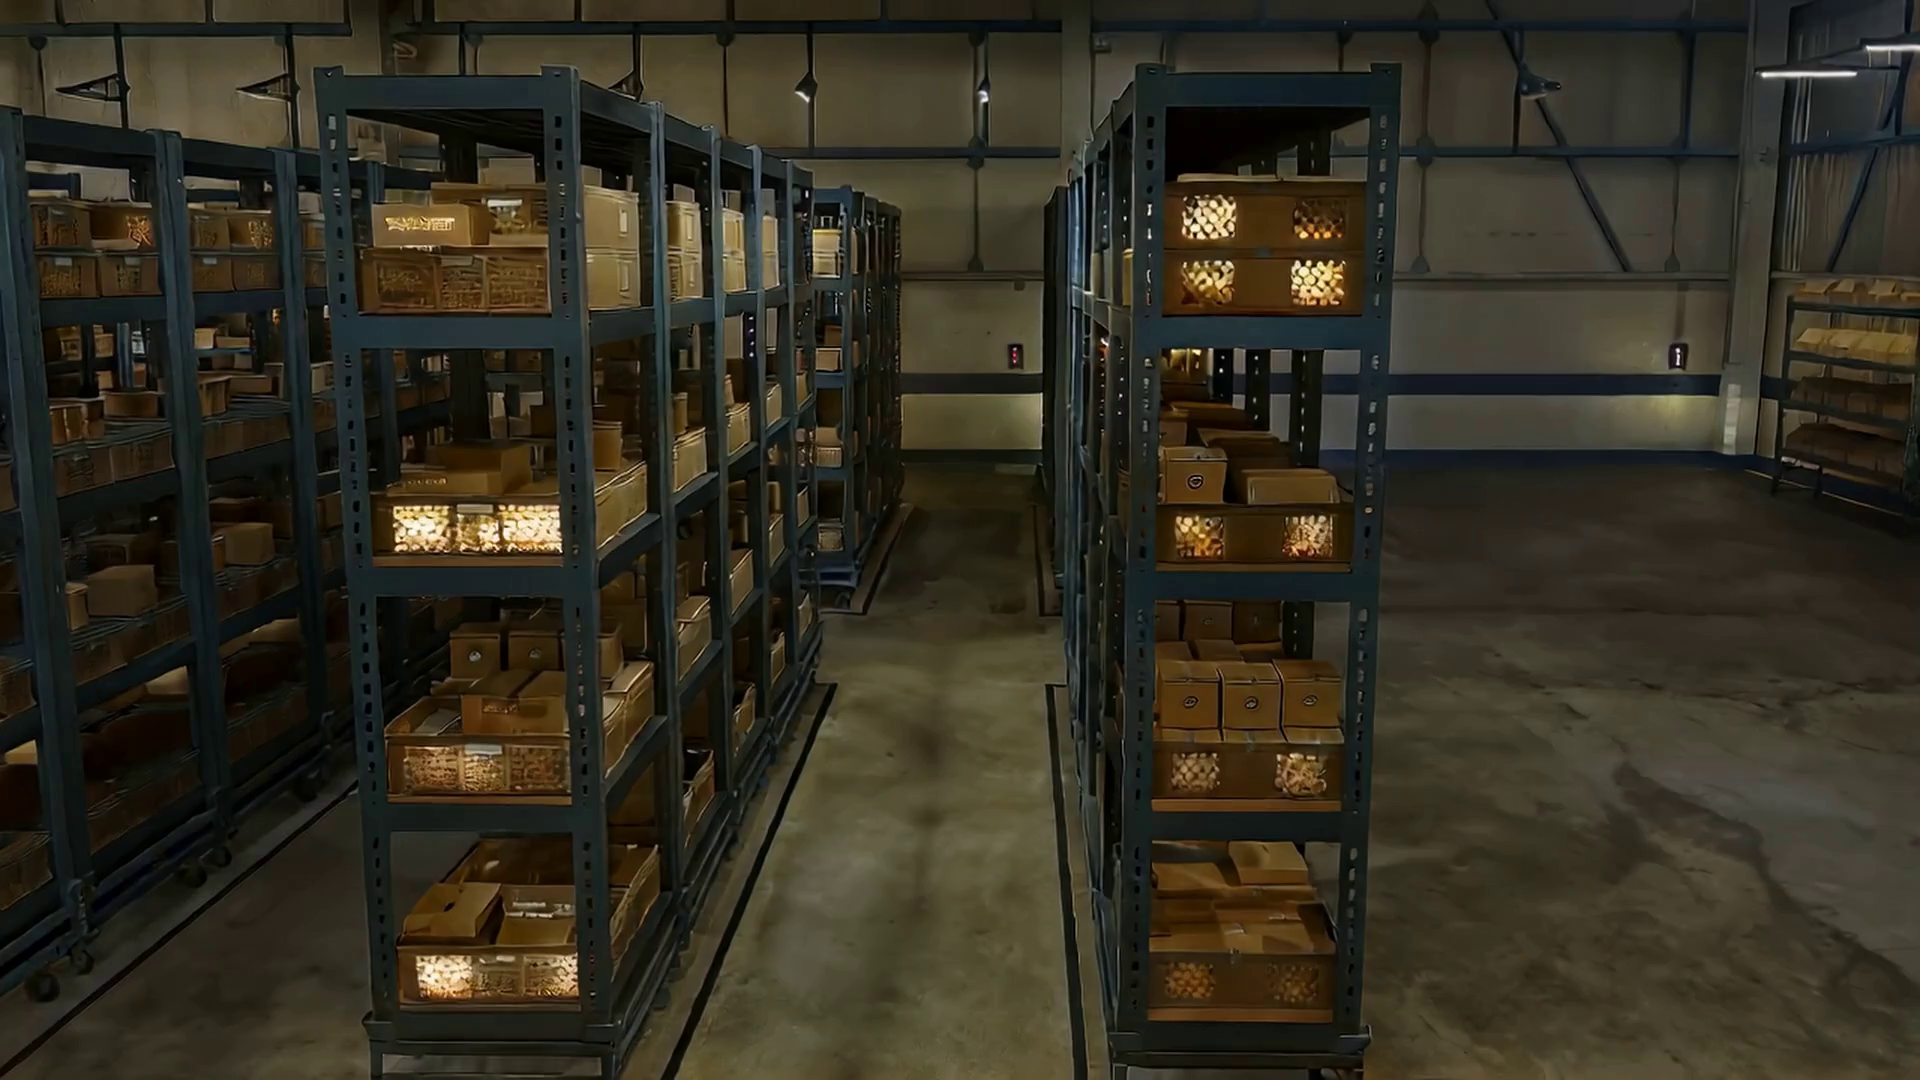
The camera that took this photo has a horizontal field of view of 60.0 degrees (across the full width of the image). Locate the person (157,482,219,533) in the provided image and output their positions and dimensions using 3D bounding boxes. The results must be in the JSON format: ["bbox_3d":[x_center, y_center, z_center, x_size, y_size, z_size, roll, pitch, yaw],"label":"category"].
[{"bbox_3d":[-6.232,-0.170,13.513,0.595,1.830,0.574,4,10,22],"label":"person"}]
